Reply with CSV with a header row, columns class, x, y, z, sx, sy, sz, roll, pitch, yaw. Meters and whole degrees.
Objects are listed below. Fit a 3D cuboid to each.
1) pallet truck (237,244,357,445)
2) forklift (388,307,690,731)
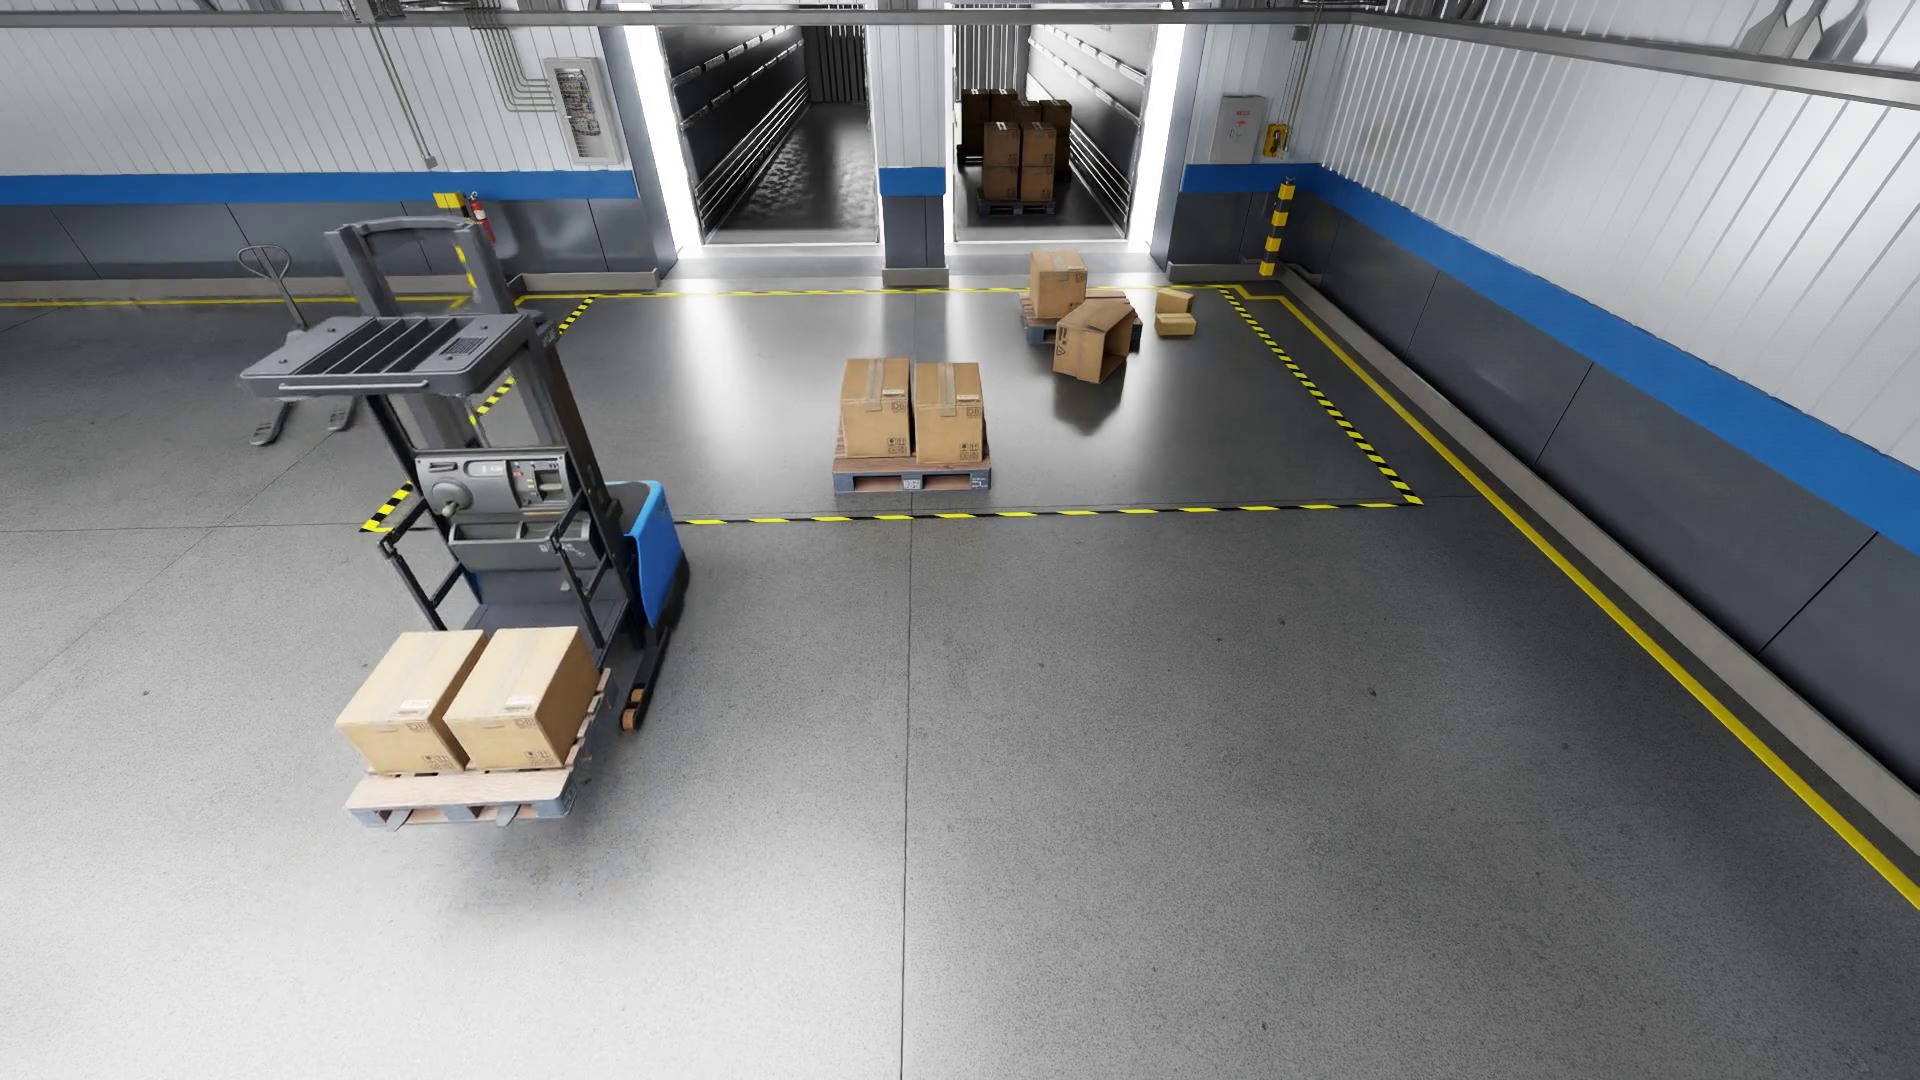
class,x,y,z,sx,sy,sz,roll,pitch,yaw
pallet truck,-5.915,-1.733,6.366,0.680,1.201,1.601,-18,42,-21
forklift,-2.116,-0.283,3.893,0.716,2.013,0.776,-2,39,-2
